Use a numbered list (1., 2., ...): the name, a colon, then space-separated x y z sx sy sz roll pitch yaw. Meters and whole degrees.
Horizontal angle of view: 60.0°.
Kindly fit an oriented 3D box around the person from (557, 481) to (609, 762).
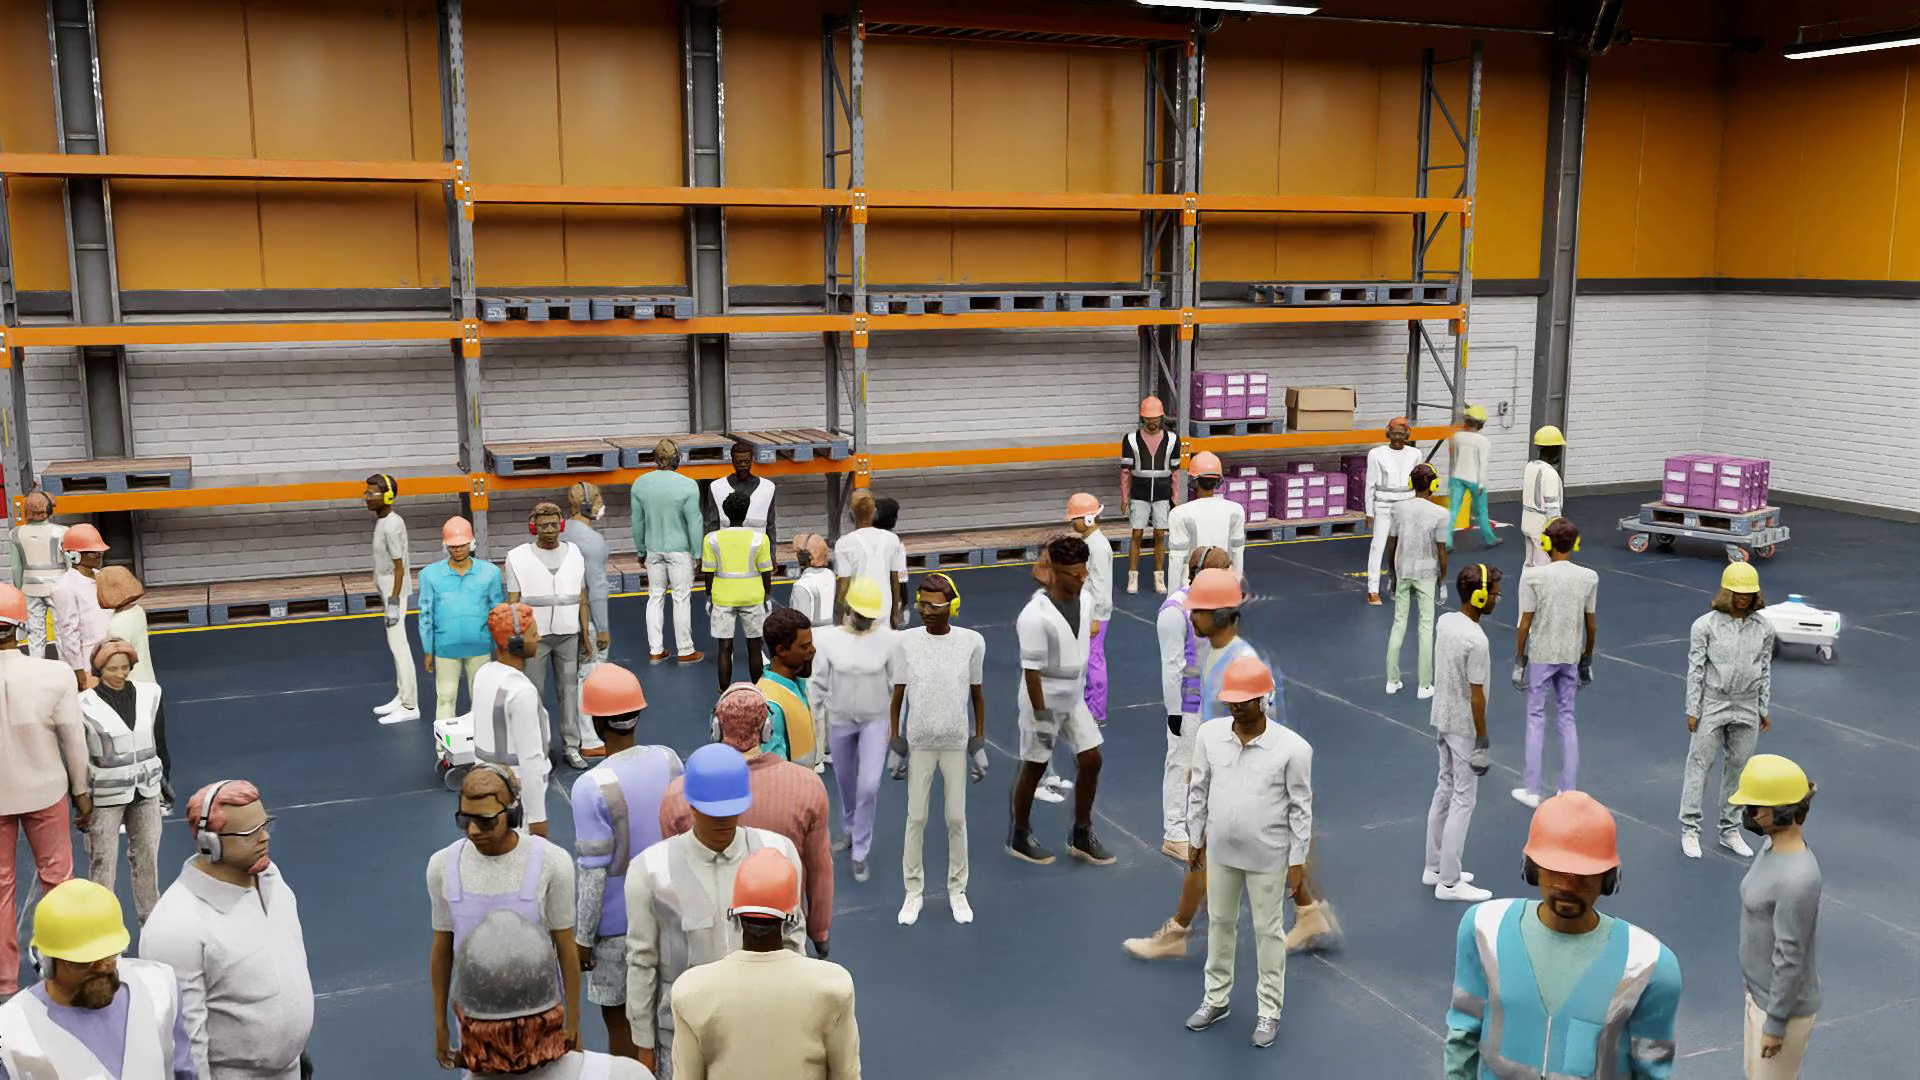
1. person: -2.602 0.556 11.506 0.369 1.938 0.630 -8 12 -37

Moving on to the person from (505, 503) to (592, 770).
1. person: -2.758 0.655 11.202 0.565 1.846 0.390 -6 11 -30

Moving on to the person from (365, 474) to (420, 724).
1. person: -4.253 0.432 12.411 0.327 1.873 0.514 -4 11 -21

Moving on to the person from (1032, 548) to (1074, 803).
1. person: 0.588 0.848 10.695 0.279 1.634 0.497 3 10 18

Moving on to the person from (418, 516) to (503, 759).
1. person: -3.335 0.705 11.177 0.564 1.752 0.337 -4 11 -21

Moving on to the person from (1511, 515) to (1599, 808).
1. person: 3.752 0.777 10.500 0.523 1.855 0.350 -1 10 -5

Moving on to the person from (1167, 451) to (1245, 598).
1. person: 1.797 0.361 12.326 0.605 2.045 0.377 -3 10 -17

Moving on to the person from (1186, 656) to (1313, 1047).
1. person: 1.260 1.366 7.370 0.572 1.749 0.340 6 12 32

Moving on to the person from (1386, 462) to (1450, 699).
1. person: 3.612 0.315 13.139 0.502 1.861 0.334 8 12 37

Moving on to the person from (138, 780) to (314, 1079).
1. person: -2.210 1.670 5.175 0.406 1.911 0.639 1 10 5

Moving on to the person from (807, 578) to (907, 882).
1. person: -0.580 1.037 9.473 0.575 1.738 0.717 1 10 5

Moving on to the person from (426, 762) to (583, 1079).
1. person: -1.538 1.628 5.648 0.518 1.834 0.346 0 10 2

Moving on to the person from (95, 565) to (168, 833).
1. person: -5.035 0.957 10.102 0.275 1.626 0.494 -2 10 -10

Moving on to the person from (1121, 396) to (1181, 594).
1. person: 1.950 -0.450 16.997 0.614 2.041 0.393 0 10 0

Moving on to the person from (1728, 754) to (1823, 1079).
1. person: 2.865 1.620 5.912 0.342 1.752 0.534 3 10 18

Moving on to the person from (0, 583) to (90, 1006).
1. person: -4.374 1.186 7.710 0.614 1.993 0.396 -5 11 -27

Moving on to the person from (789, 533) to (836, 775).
1. person: -0.984 0.761 11.182 0.306 1.640 0.522 3 10 19

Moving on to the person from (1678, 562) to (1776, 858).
1. person: 4.448 0.982 9.611 0.492 1.742 0.317 0 10 -2

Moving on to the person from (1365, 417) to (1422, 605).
1. person: 4.301 -0.287 16.521 0.578 1.881 0.346 -2 10 -9

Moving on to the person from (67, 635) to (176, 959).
1. person: -4.144 1.273 8.233 0.306 1.640 0.523 6 12 31

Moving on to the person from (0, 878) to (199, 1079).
1. person: -2.386 1.808 4.623 0.403 1.828 0.594 7 12 33

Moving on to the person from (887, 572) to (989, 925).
1. person: -0.116 1.084 8.674 0.532 1.867 0.321 0 10 -2

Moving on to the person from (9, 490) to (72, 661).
1. person: -7.175 0.429 13.091 0.513 1.642 0.311 0 10 -2

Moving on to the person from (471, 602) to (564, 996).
1. person: -2.093 1.222 7.827 0.358 1.882 0.574 -7 12 -37

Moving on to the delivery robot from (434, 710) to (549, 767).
1. delivery robot: -3.110 1.280 11.047 0.707 0.478 0.477 -6 11 -30

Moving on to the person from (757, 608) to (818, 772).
1. person: -0.805 1.248 7.575 0.391 1.919 0.591 0 10 -1

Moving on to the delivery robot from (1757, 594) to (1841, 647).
1. delivery robot: 7.169 0.713 14.311 0.707 0.478 0.477 4 11 22

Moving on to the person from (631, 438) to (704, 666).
1. person: -2.462 0.106 14.098 0.638 1.938 0.357 3 10 17

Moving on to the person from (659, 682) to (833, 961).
1. person: -0.806 1.476 6.299 0.651 1.906 0.402 -2 10 -14

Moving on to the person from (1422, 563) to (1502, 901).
1. person: 2.724 1.034 9.001 0.337 1.858 0.524 -2 10 -9

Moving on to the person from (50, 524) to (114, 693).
1. person: -5.666 0.759 10.868 0.328 1.752 0.563 -1 10 -5

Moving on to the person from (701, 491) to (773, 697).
1. person: -1.693 0.468 12.707 0.540 1.695 0.317 0 10 -2

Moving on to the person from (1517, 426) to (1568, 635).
1. person: 5.328 -0.083 15.211 0.359 1.930 0.588 -1 10 -4

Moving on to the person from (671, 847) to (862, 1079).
1. person: -0.576 1.775 5.011 0.569 1.751 0.329 -1 10 -6

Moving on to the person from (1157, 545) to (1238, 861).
1. person: 1.401 0.934 9.643 0.429 1.837 0.623 10 14 44

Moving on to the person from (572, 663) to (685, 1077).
1. person: -1.311 1.430 6.478 0.354 1.936 0.547 6 11 29

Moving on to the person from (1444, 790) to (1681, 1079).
1. person: 1.651 1.689 4.662 0.608 2.048 0.364 6 11 29

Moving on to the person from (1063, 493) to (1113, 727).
1. person: 0.936 0.515 12.328 0.350 1.738 0.569 -2 10 -11

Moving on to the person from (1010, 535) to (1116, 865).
1. person: 0.605 0.922 9.406 0.755 1.931 0.683 9 13 42

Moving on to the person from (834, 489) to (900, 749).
1. person: -0.658 0.557 11.771 0.517 1.841 0.325 -6 12 -31

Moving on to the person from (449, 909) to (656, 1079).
1. person: -1.025 1.831 3.861 0.684 2.000 0.535 -7 12 -34

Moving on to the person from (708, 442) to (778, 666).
1. person: -1.837 0.118 14.082 0.587 1.920 0.392 -3 10 -18

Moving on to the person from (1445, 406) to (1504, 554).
1. person: 5.981 -0.703 19.394 0.902 1.721 0.527 -7 12 -37

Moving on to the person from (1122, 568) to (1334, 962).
1. person: 1.383 1.113 8.182 1.062 1.988 0.620 0 10 -1

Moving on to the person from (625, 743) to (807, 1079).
1. person: -0.790 1.599 5.502 0.605 1.939 0.414 -4 11 -21
